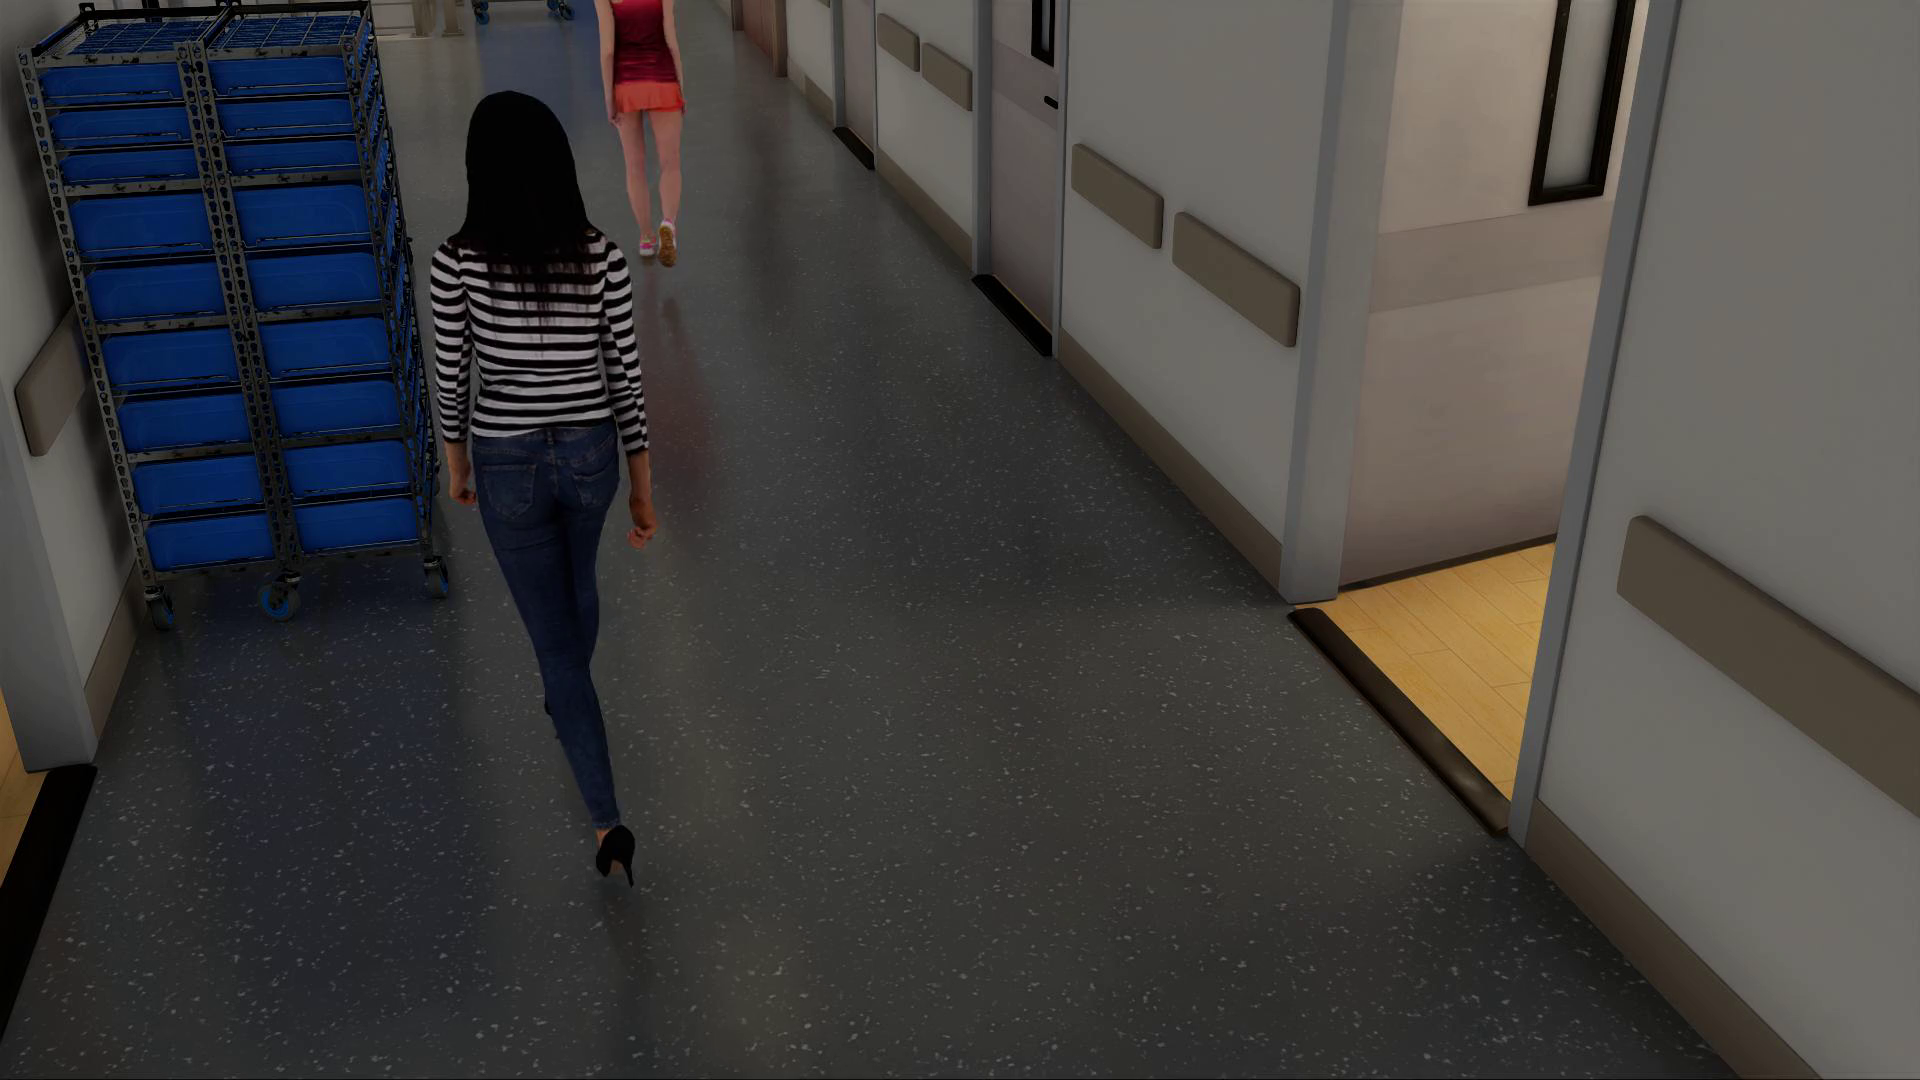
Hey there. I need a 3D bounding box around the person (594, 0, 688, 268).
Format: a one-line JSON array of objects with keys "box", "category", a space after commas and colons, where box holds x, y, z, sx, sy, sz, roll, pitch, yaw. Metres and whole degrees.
[{"box": [-1.552, -2.185, 8.206, 0.614, 1.734, 1.049, -5, 26, -11], "category": "person"}]

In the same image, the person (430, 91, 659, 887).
[{"box": [-0.903, -0.040, 3.746, 0.746, 1.727, 1.198, -12, 28, -24], "category": "person"}]
